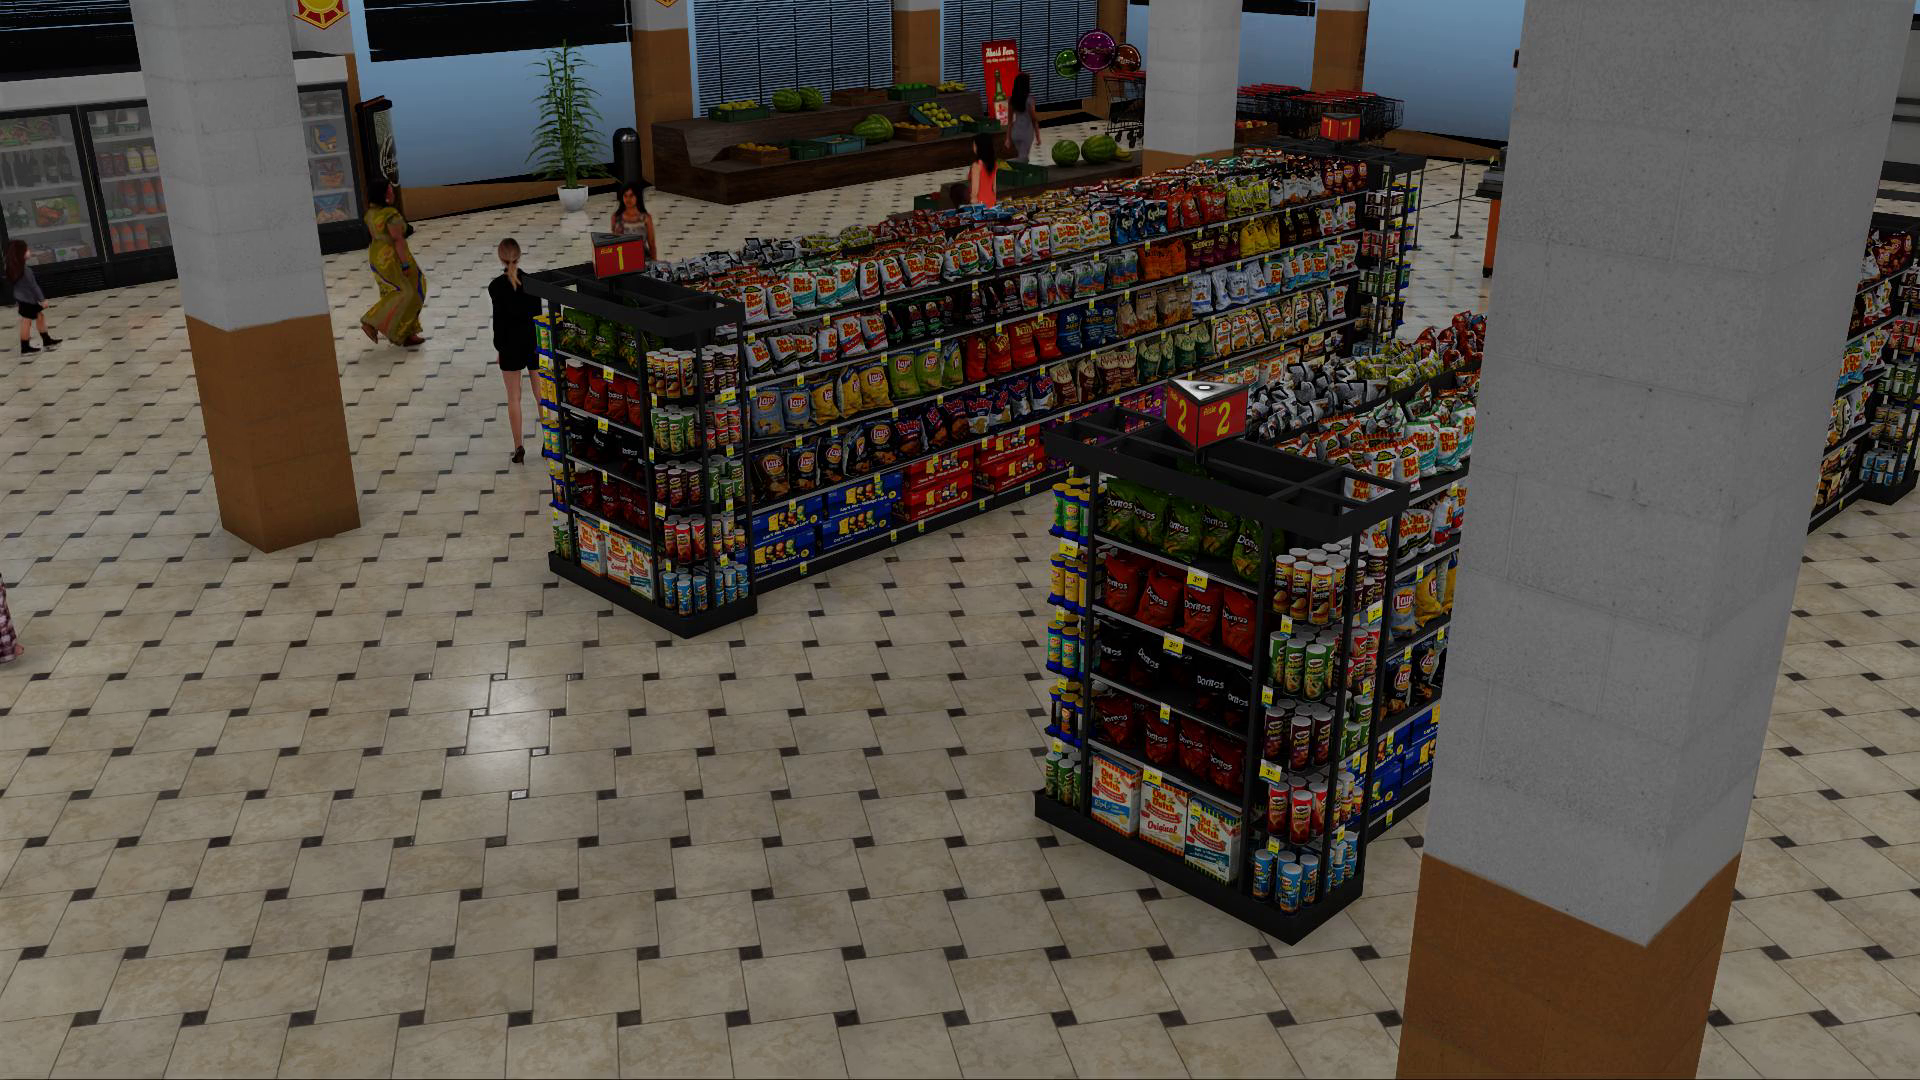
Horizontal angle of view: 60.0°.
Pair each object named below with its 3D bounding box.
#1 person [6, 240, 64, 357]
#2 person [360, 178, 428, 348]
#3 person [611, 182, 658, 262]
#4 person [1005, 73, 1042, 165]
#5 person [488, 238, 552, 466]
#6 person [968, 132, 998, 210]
[{"bbox_3d":[-8.963,-2.302,15.867,0.629,1.091,0.471,-20,30,-41],"label":"person"},{"bbox_3d":[-5.489,-2.604,15.876,0.694,1.644,0.909,20,29,41],"label":"person"},{"bbox_3d":[-3.089,-2.611,15.901,0.841,1.638,0.903,2,22,5],"label":"person"},{"bbox_3d":[0.801,-5.465,22.870,0.583,1.738,1.083,19,29,39],"label":"person"},{"bbox_3d":[-3.397,-1.460,12.861,0.525,1.768,0.673,-13,25,-29],"label":"person"},{"bbox_3d":[0.316,-3.562,18.175,0.768,1.707,0.856,13,25,30],"label":"person"}]
